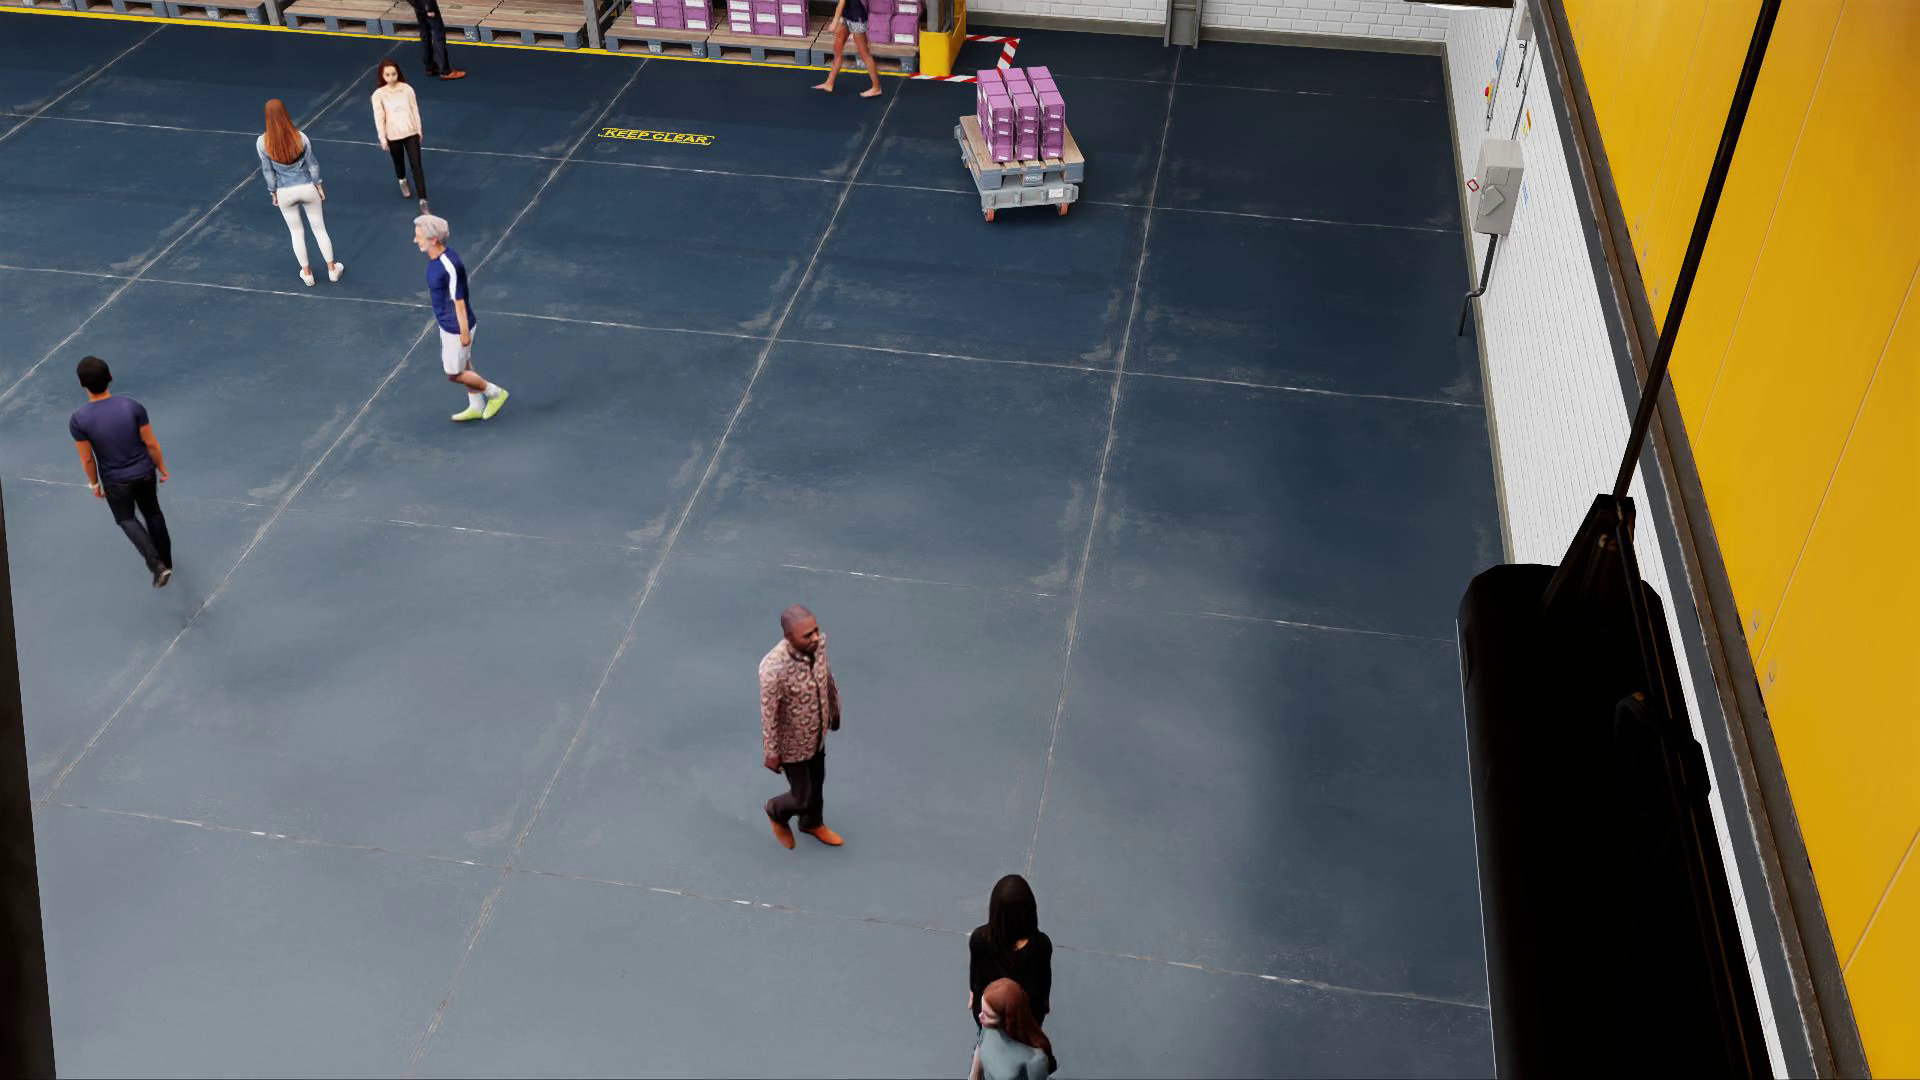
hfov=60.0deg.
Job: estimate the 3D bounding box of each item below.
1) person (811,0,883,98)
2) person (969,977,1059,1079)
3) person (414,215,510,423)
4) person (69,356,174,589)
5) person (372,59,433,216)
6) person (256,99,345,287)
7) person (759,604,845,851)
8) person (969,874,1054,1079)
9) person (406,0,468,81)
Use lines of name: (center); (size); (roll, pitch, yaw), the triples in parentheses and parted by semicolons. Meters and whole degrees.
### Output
person: (-1.036, -5.536, 17.707); (1.071, 1.729, 0.800); (-6, 39, -7)
person: (0.308, 2.545, 7.590); (0.819, 1.727, 0.759); (-21, 43, -25)
person: (-3.807, -1.665, 12.836); (0.866, 1.759, 0.811); (-20, 43, -23)
person: (-5.607, -0.400, 11.237); (0.935, 1.777, 1.003); (-25, 45, -28)
person: (-5.340, -3.871, 15.845); (0.999, 1.451, 0.993); (-18, 42, -21)
person: (-5.824, -3.041, 14.607); (0.622, 1.700, 0.750); (-13, 40, -15)
person: (-0.966, 1.049, 9.409); (0.851, 1.796, 0.837); (24, 44, 27)
person: (0.238, 2.240, 8.039); (0.476, 1.643, 0.622); (3, 39, 4)
person: (-5.907, -5.912, 18.127); (0.888, 1.792, 0.829); (-23, 44, -26)
